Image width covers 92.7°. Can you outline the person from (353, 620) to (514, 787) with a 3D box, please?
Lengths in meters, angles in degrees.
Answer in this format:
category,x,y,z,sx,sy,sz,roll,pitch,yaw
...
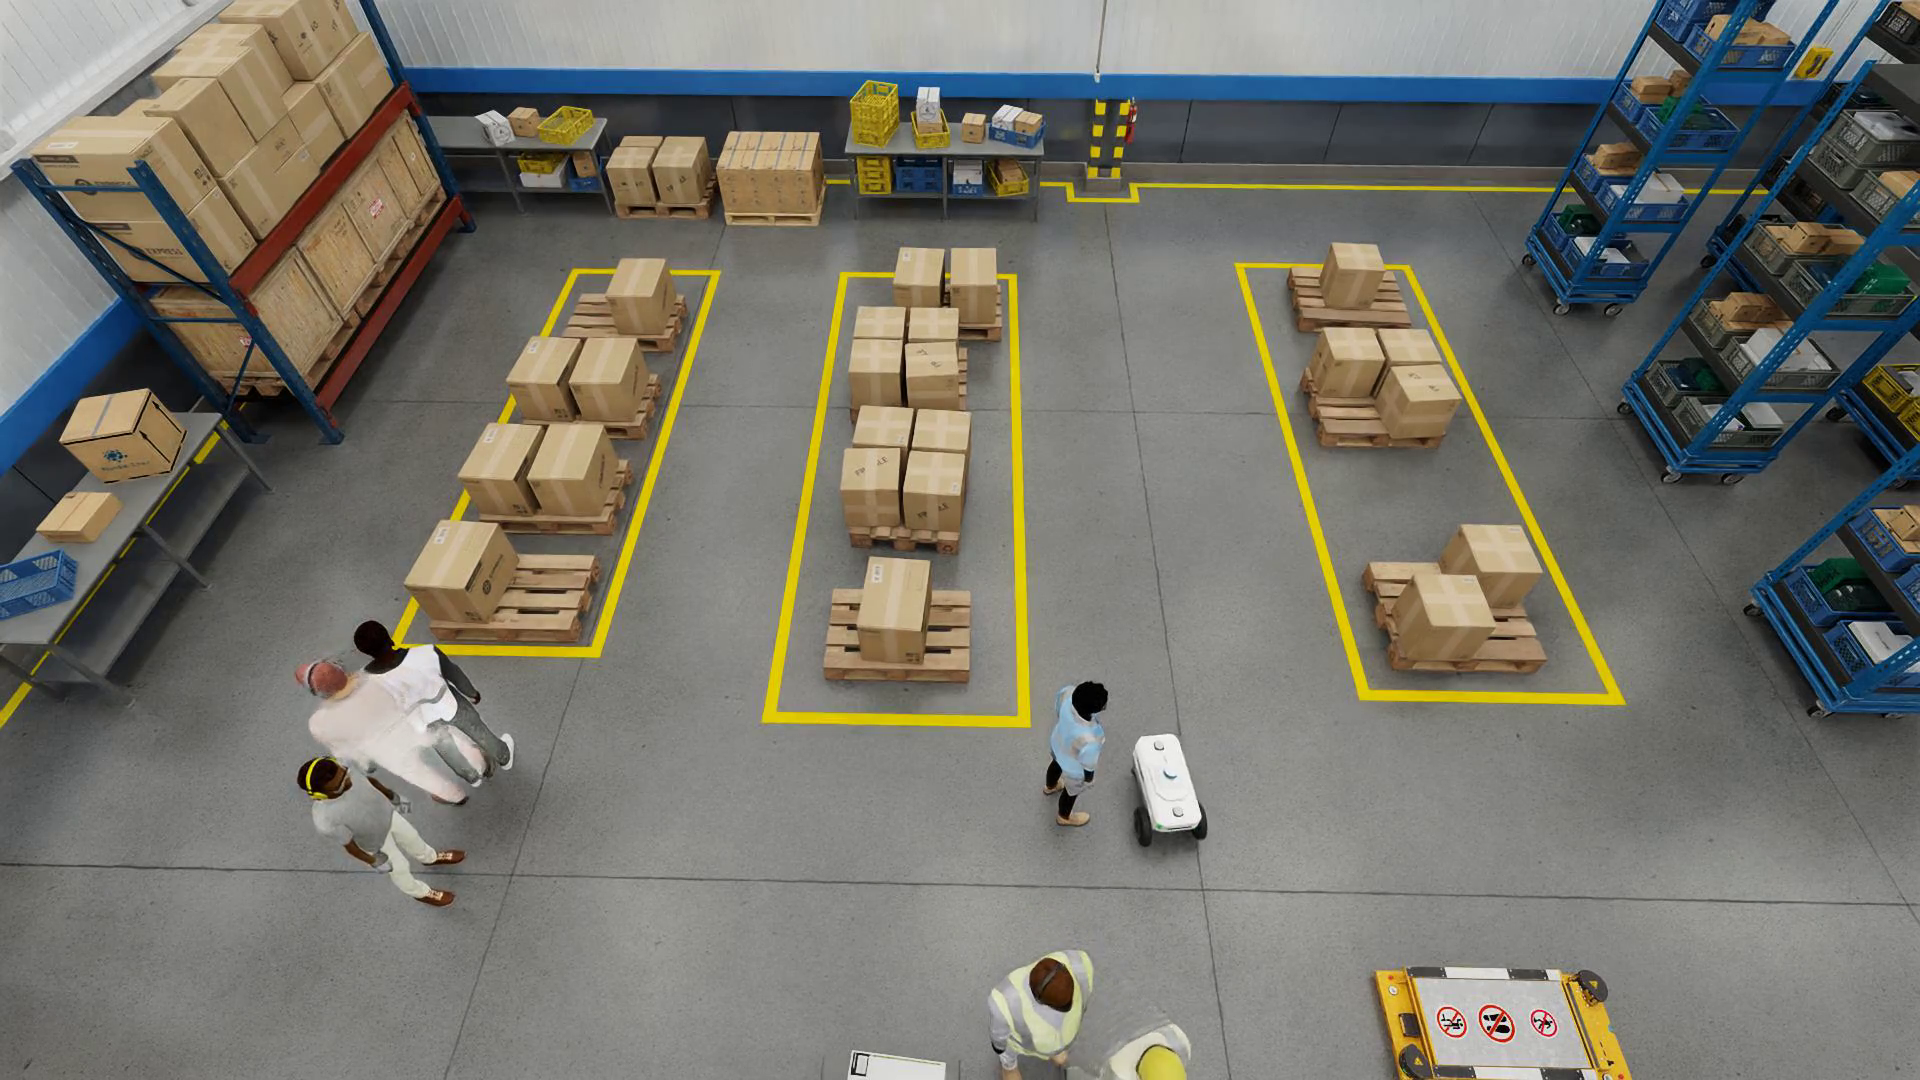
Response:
category,x,y,z,sx,sy,sz,roll,pitch,yaw
person,-3.706,1.181,6.449,0.587,1.920,0.392,-26,55,-20

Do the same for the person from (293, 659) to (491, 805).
category,x,y,z,sx,sy,sz,roll,pitch,yaw
person,-3.929,1.332,6.361,0.419,1.884,0.693,28,56,21

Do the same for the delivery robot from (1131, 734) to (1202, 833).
category,x,y,z,sx,sy,sz,roll,pitch,yaw
delivery robot,1.519,1.799,6.762,0.477,0.478,0.707,-6,51,-5

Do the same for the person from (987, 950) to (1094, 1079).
category,x,y,z,sx,sy,sz,roll,pitch,yaw
person,0.458,2.744,5.225,0.633,1.843,0.429,-20,54,-16

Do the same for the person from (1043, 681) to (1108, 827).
category,x,y,z,sx,sy,sz,roll,pitch,yaw
person,0.802,1.468,6.356,0.318,1.695,0.539,-13,52,-10

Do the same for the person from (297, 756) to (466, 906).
category,x,y,z,sx,sy,sz,roll,pitch,yaw
person,-3.739,1.865,5.934,0.348,1.863,0.515,-5,51,-4

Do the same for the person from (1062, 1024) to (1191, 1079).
category,x,y,z,sx,sy,sz,roll,pitch,yaw
person,0.979,3.066,5.009,0.613,1.791,0.806,-26,55,-19

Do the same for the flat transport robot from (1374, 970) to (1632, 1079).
category,x,y,z,sx,sy,sz,roll,pitch,yaw
flat transport robot,3.501,3.133,5.914,1.431,0.197,0.652,1,51,1
